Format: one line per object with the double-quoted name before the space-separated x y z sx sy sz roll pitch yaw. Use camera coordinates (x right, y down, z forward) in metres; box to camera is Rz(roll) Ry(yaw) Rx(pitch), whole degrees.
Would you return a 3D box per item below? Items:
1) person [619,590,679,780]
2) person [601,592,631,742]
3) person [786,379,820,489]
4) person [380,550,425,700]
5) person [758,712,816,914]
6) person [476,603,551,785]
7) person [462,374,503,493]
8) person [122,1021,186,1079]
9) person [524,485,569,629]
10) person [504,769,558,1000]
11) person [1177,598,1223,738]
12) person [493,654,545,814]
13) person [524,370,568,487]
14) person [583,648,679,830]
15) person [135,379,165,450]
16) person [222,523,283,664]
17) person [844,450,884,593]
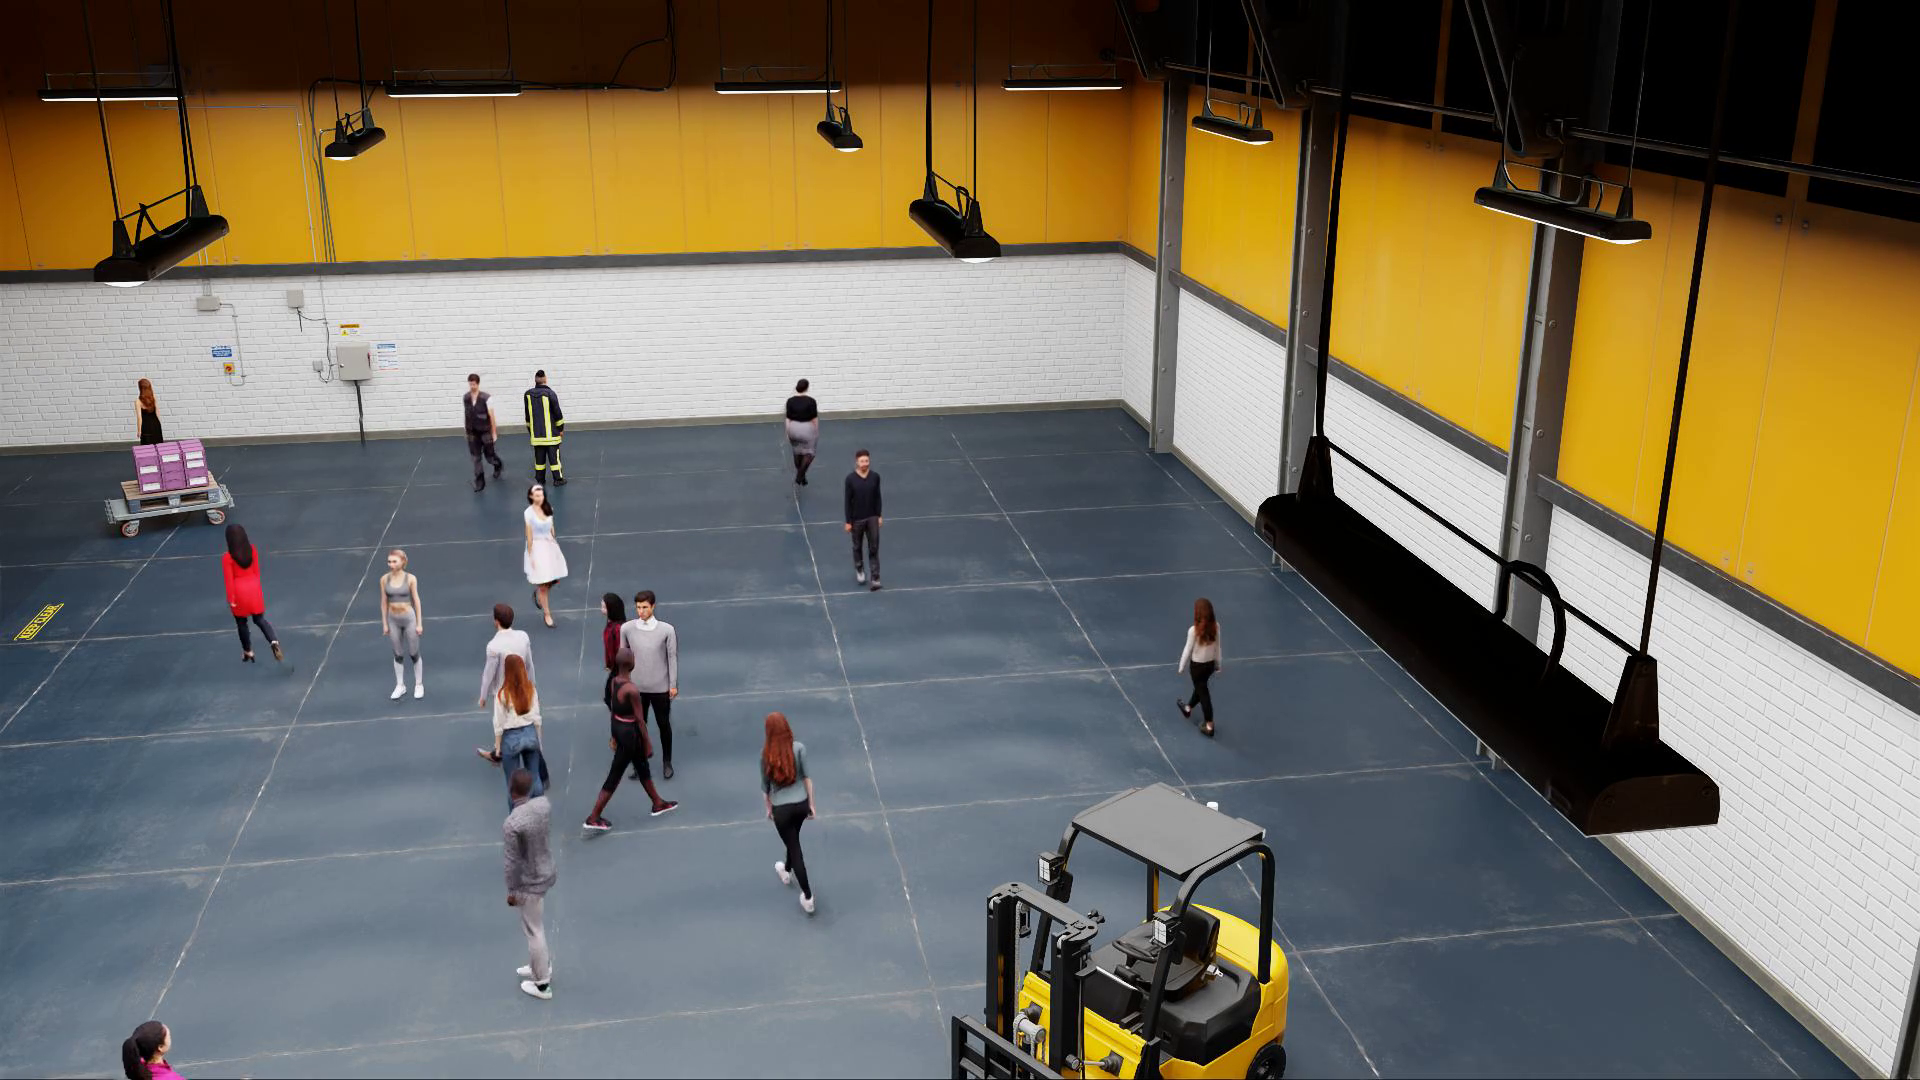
"person" -3.056 1.405 16.391 0.786 1.923 0.707 1 19 2
"person" -3.412 1.303 17.134 0.702 1.642 0.558 -6 20 -18
"person" -2.438 -1.583 25.567 0.880 1.729 1.056 4 19 12
"person" -6.091 0.912 18.201 0.592 1.702 0.540 -1 19 -3
"person" -1.404 2.329 14.012 0.725 1.690 1.044 -6 19 -16
"person" -4.292 1.552 16.167 1.185 1.788 1.247 8 20 23
"person" -7.396 -1.691 25.738 0.845 1.824 1.092 2 19 6
"person" -4.834 3.701 9.995 1.090 1.653 1.170 12 22 31
"person" -5.124 0.187 20.191 1.011 1.806 0.916 18 25 42
"person" -3.249 2.646 12.878 0.857 1.813 0.733 3 19 8
"person" 2.566 1.350 17.283 0.762 1.458 0.988 -10 21 -27
"person" -4.043 1.871 15.318 0.656 1.725 0.642 -13 22 -33
"person" -6.468 -1.761 25.889 0.851 1.861 0.823 3 19 9
"person" -3.160 1.883 15.305 0.981 1.711 1.186 -13 23 -34
"person" -12.770 -1.755 26.240 0.733 1.625 0.657 8 20 23
"person" -8.065 0.651 18.930 1.043 1.731 0.967 13 23 34
"person" -1.268 -0.281 21.540 0.694 1.831 1.167 -4 19 -12
